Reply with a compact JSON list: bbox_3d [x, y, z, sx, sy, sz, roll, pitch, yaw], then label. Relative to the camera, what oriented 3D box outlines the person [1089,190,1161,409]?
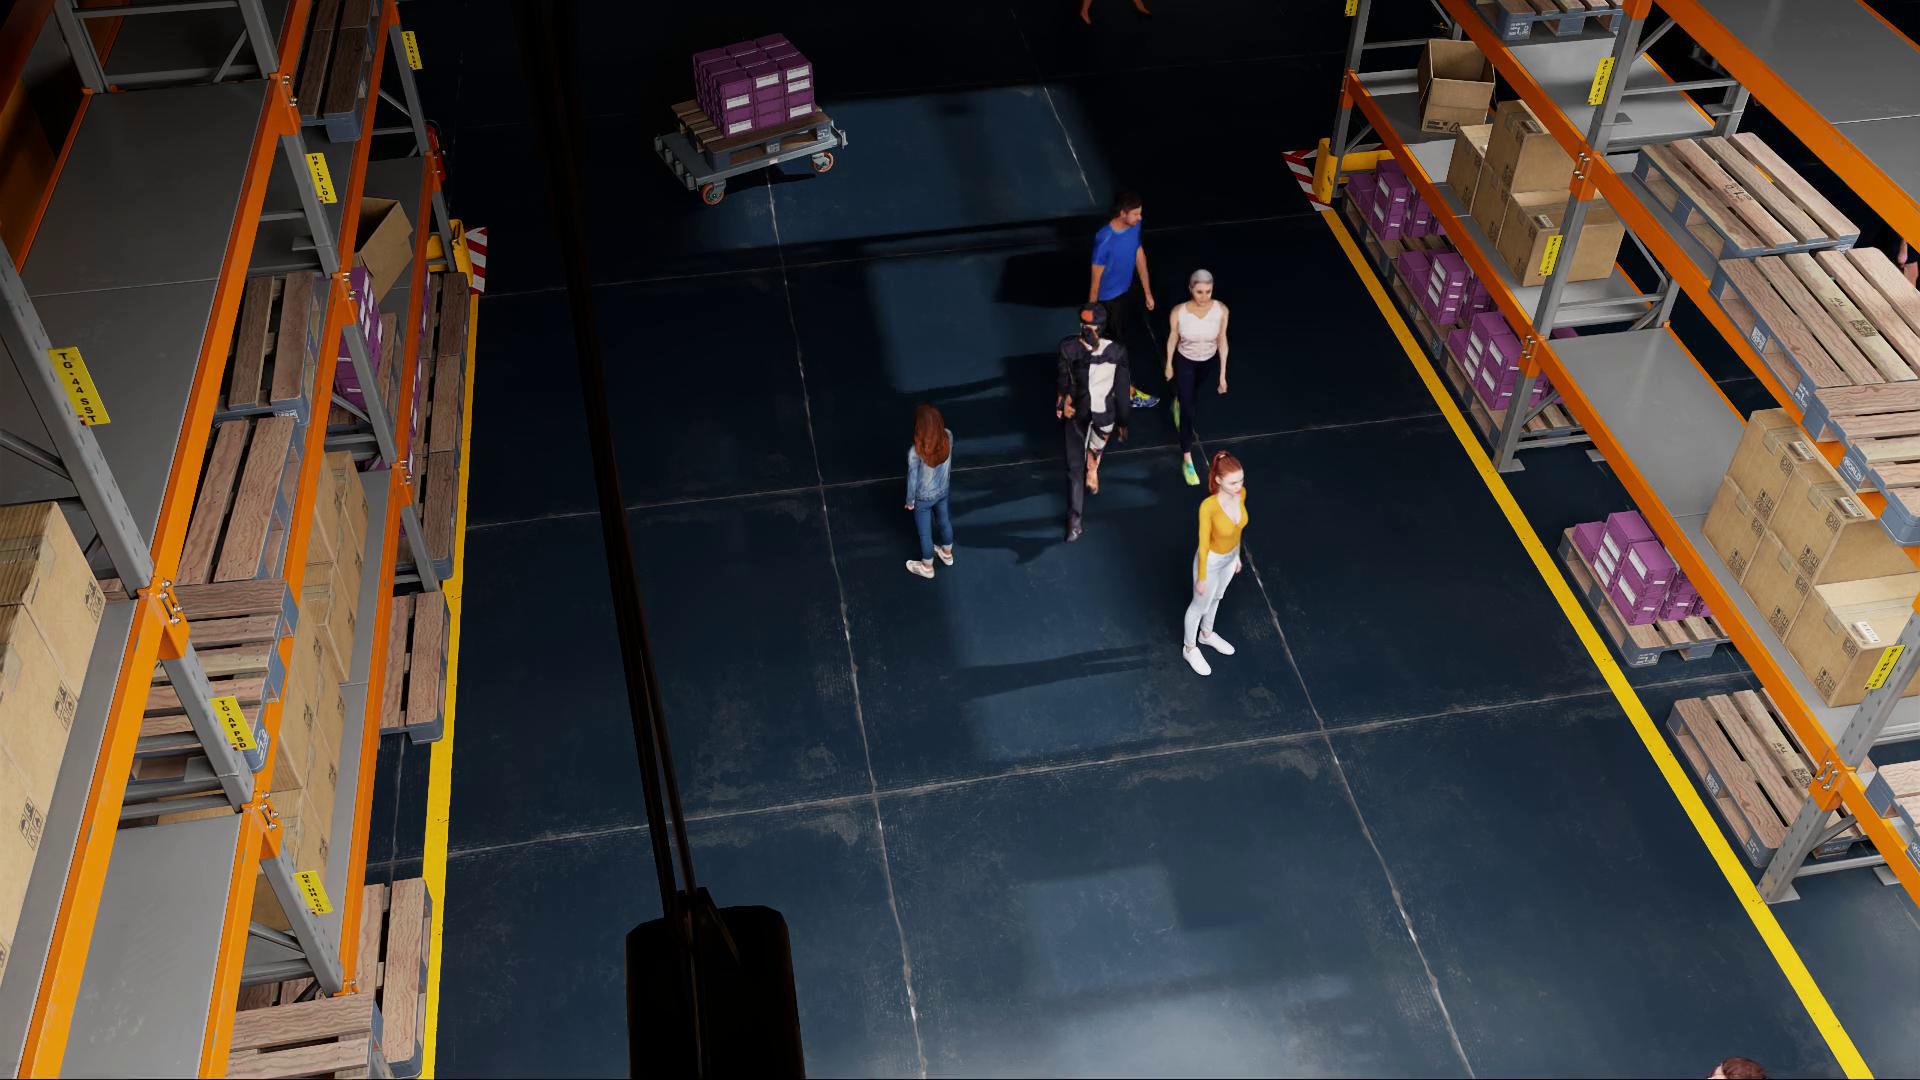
[{"bbox_3d":[1.122,-1.982,13.099,1.205,1.818,1.084,32,52,29],"label":"person"}]

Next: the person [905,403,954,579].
[{"bbox_3d":[-0.201,-0.351,11.636,0.652,1.474,0.626,34,53,31],"label":"person"}]

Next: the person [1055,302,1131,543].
[{"bbox_3d":[0.959,-0.970,12.020,0.920,1.841,1.266,4,44,4],"label":"person"}]

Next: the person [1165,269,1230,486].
[{"bbox_3d":[1.761,-1.369,12.575,0.600,1.653,1.197,-5,44,-6],"label":"person"}]

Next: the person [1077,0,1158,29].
[{"bbox_3d":[1.496,-6.220,17.562,0.818,1.798,1.084,2,44,3],"label":"person"}]

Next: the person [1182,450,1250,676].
[{"bbox_3d":[1.676,0.135,10.925,0.683,1.751,0.723,-34,53,-30],"label":"person"}]
